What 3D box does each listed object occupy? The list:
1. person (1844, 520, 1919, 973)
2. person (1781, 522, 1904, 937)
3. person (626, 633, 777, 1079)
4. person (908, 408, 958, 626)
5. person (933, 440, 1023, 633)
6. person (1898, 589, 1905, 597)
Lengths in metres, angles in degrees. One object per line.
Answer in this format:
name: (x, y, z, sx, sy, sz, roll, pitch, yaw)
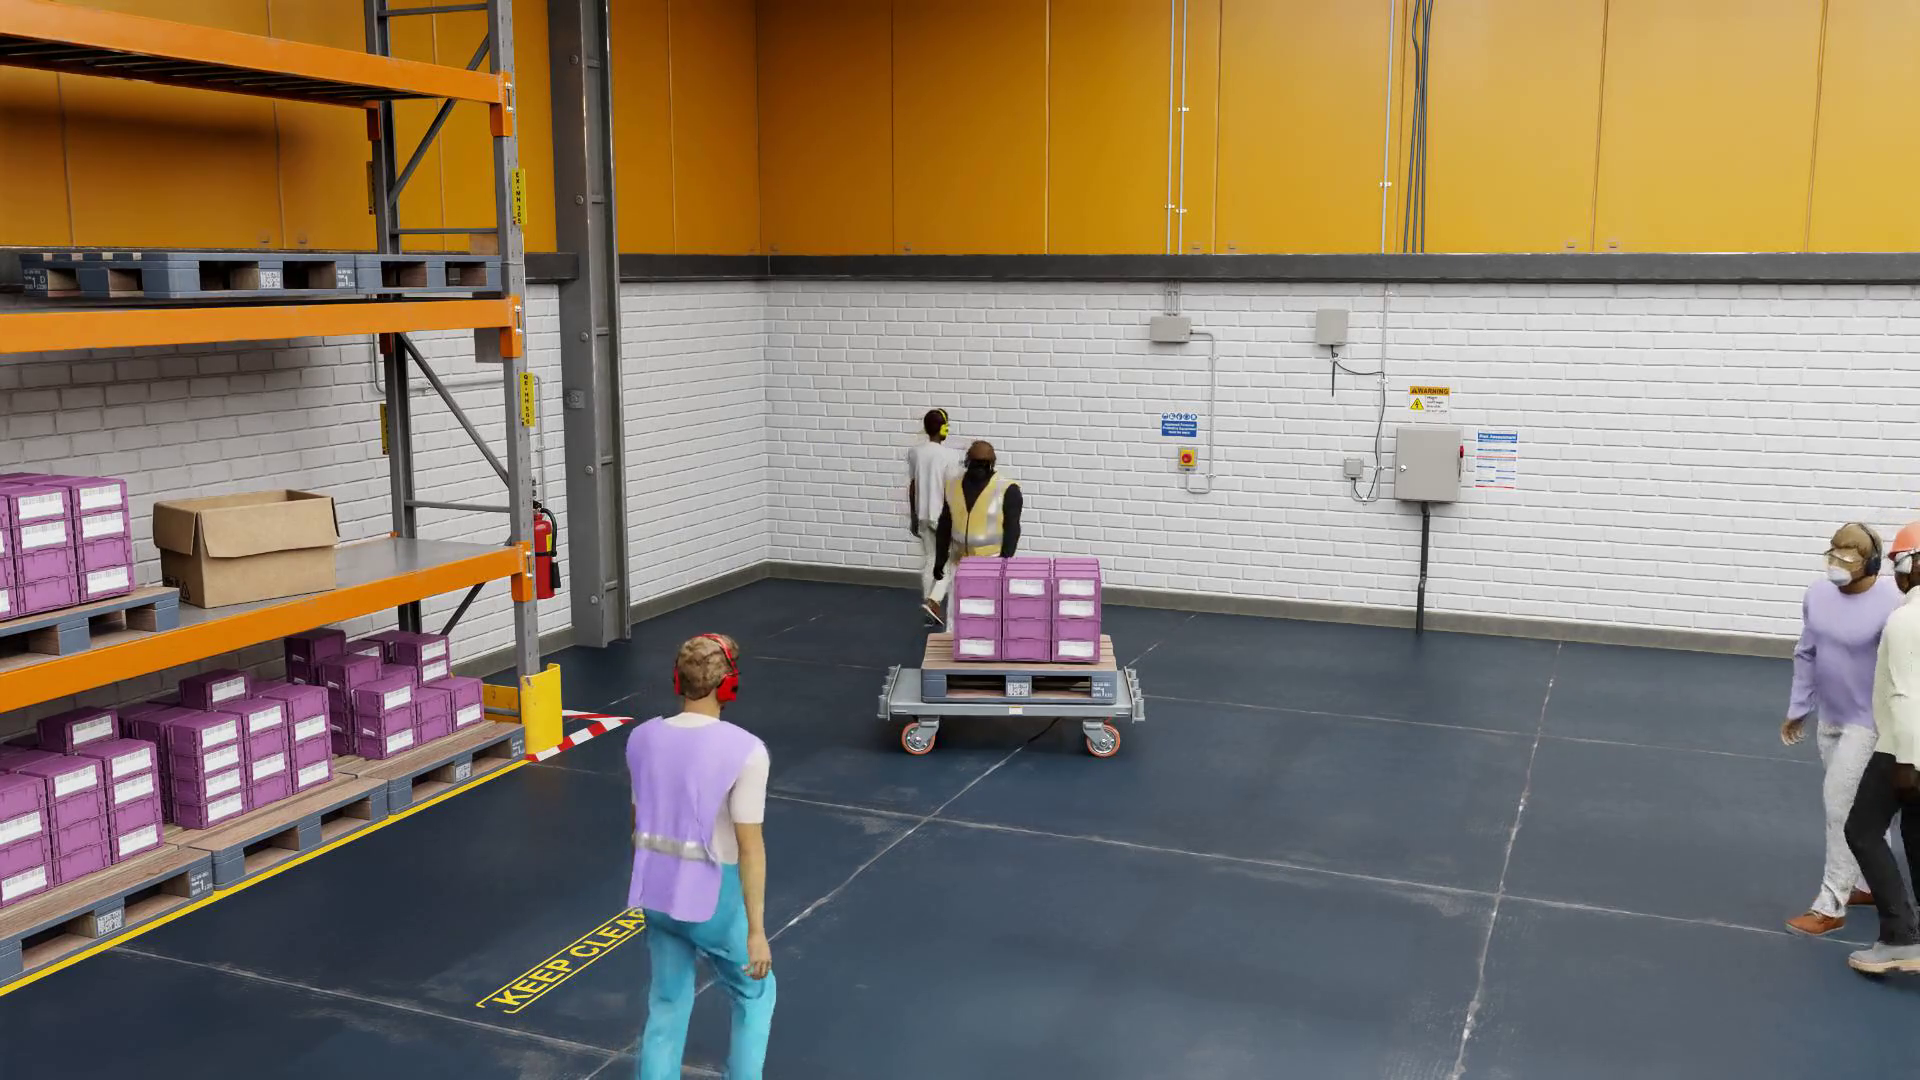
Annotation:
person: (4.103, 0.895, 7.144, 0.633, 1.948, 0.511, -6, 11, -32)
person: (4.109, 0.853, 7.604, 0.707, 1.904, 0.649, -1, 9, -8)
person: (-0.830, 1.218, 5.583, 0.645, 1.812, 0.679, 5, 11, 30)
person: (-0.229, -0.176, 13.928, 0.514, 1.858, 0.436, 5, 11, 30)
person: (0.062, 0.171, 11.999, 0.838, 1.811, 0.430, 5, 11, 30)
person: (5.408, 0.681, 9.048, 0.547, 1.733, 0.800, 2, 10, 13)
